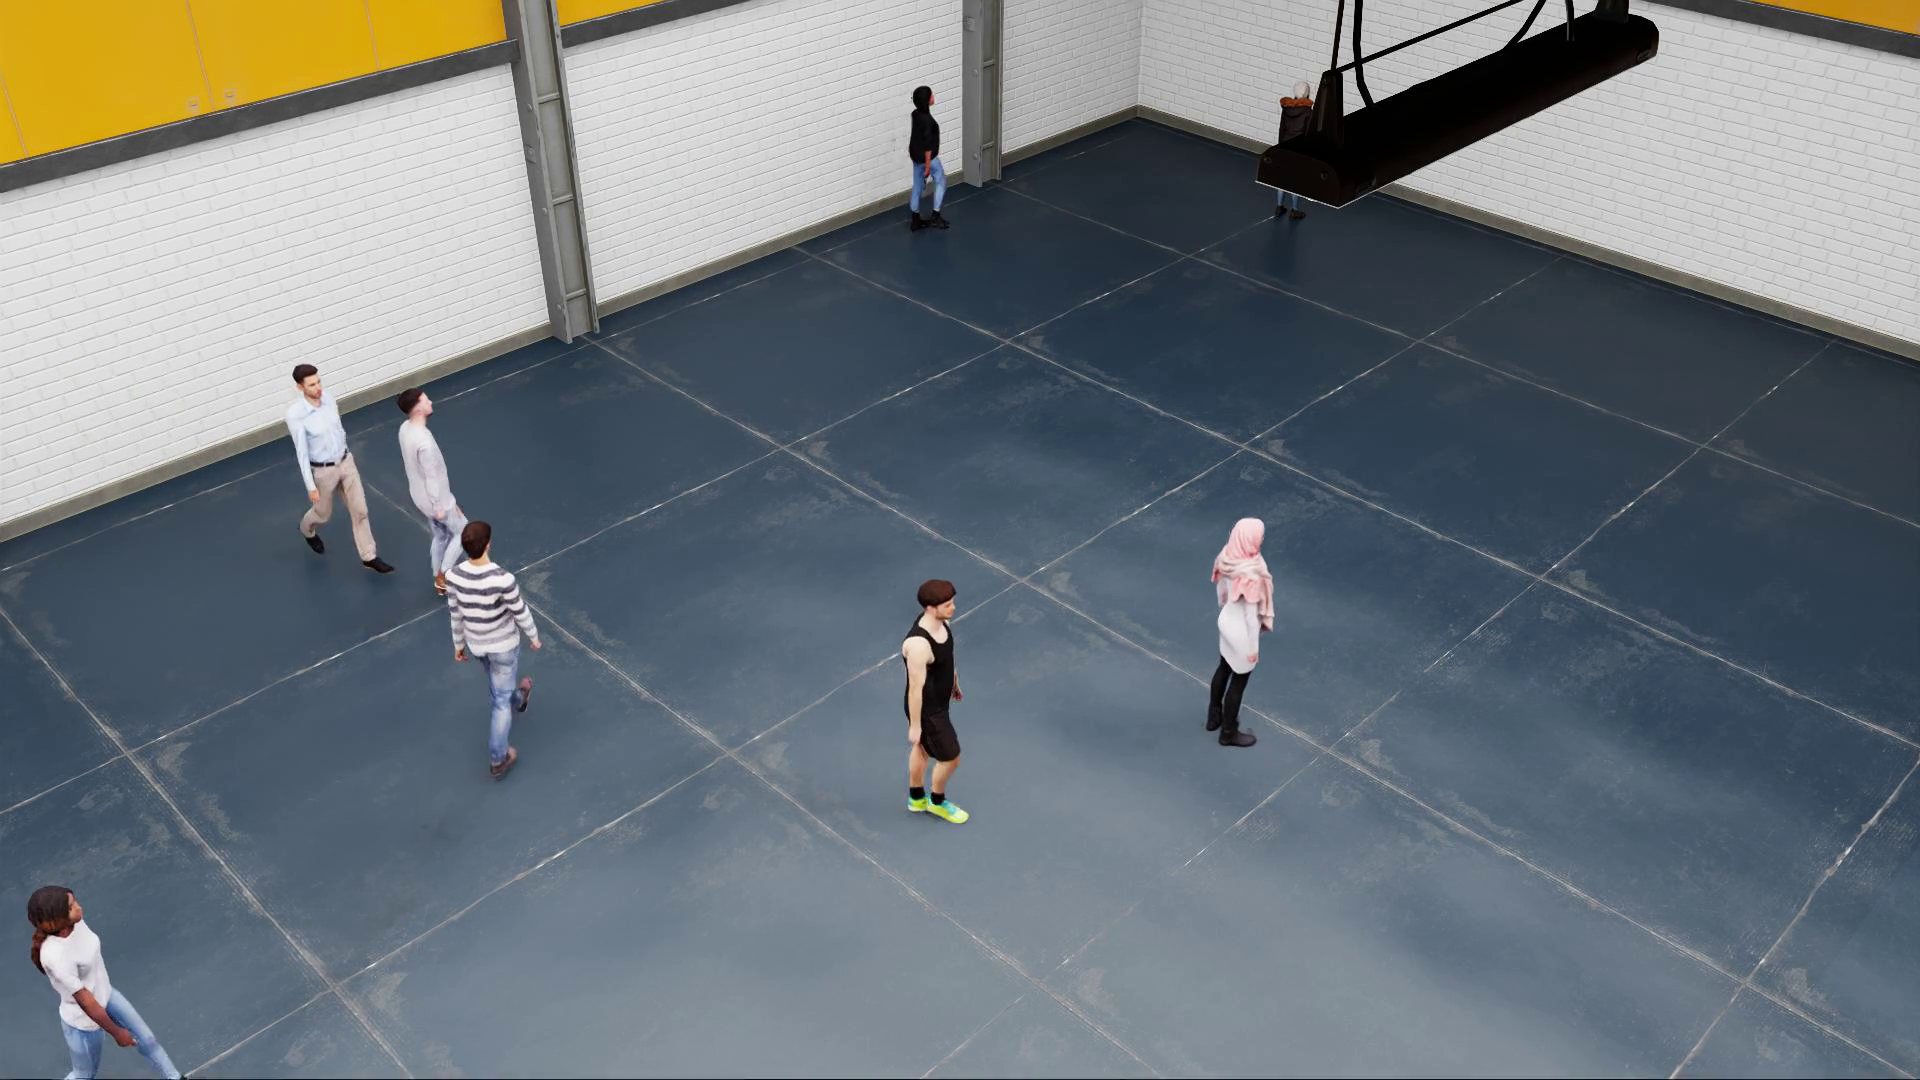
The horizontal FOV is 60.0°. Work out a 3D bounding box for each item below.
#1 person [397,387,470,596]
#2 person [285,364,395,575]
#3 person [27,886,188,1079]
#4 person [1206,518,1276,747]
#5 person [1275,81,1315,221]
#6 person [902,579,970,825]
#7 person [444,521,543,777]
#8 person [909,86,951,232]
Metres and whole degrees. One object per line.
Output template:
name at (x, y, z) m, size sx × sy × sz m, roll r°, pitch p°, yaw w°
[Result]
person at (-4.126, -0.323, 12.797) m, size 0.680 × 1.830 × 0.746 m, roll -20°, pitch 38°, yaw -27°
person at (-5.048, -0.566, 13.178) m, size 0.915 × 1.812 × 1.182 m, roll 18°, pitch 38°, yaw 25°
person at (-4.618, 2.504, 8.677) m, size 1.217 × 1.682 × 1.030 m, roll -6°, pitch 34°, yaw -9°
person at (1.905, 0.626, 11.393) m, size 0.744 × 1.804 × 0.730 m, roll -10°, pitch 35°, yaw -14°
person at (3.887, -4.531, 19.304) m, size 0.647 × 1.634 × 0.629 m, roll 25°, pitch 41°, yaw 32°
person at (-0.273, 1.035, 10.709) m, size 0.905 × 1.879 × 0.808 m, roll 7°, pitch 34°, yaw 10°
person at (-3.177, 0.766, 11.187) m, size 1.101 × 1.798 × 1.273 m, roll 6°, pitch 34°, yaw 10°
person at (-0.480, -4.302, 18.914) m, size 0.673 × 1.684 × 0.607 m, roll -22°, pitch 39°, yaw -29°
